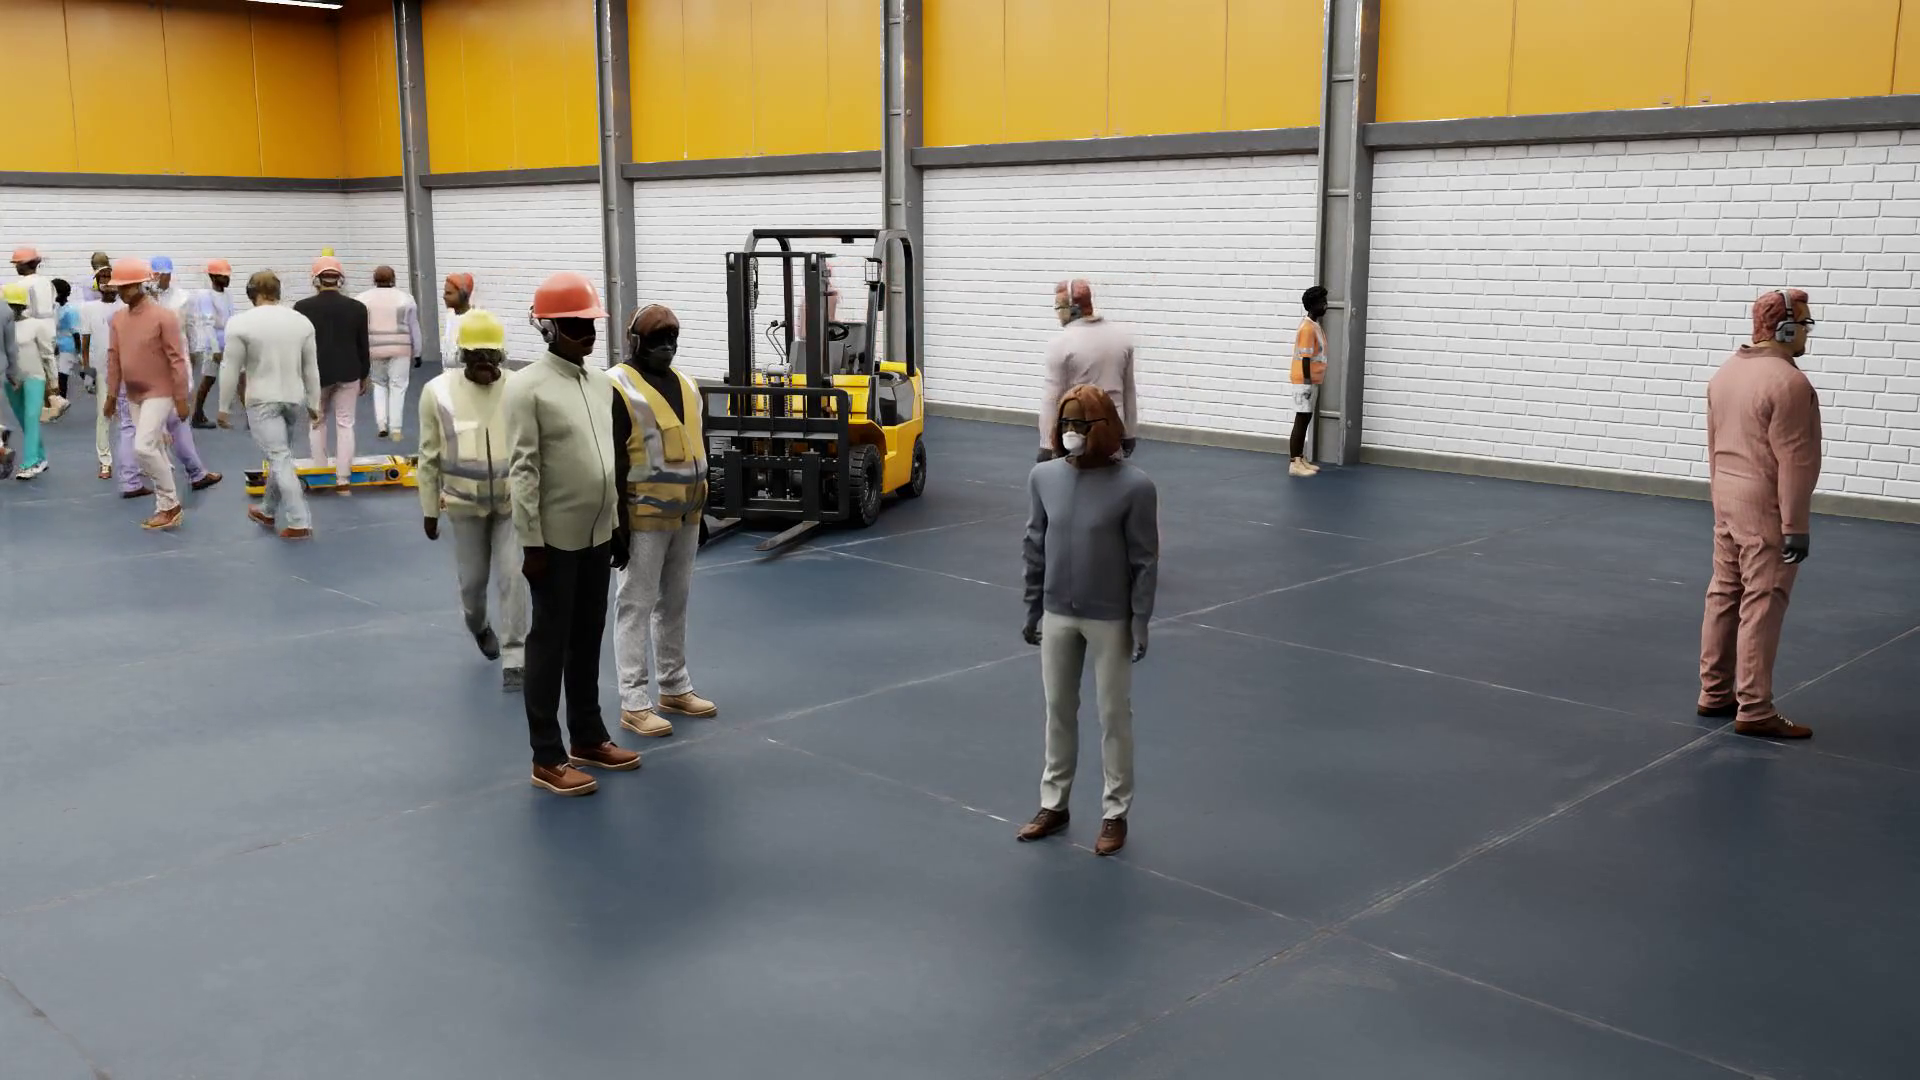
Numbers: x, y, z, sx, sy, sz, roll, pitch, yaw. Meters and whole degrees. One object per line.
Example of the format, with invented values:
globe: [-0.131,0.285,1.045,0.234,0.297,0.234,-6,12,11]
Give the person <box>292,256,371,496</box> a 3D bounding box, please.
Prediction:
person: [-5.197,-1.357,13.771,0.618,1.964,0.692,-5,11,-25]

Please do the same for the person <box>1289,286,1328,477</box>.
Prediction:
person: [3.099,-1.409,14.798,0.321,1.690,0.530,3,11,18]

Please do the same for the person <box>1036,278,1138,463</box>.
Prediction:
person: [0.766,-0.628,10.038,0.684,1.877,0.534,-10,14,-42]

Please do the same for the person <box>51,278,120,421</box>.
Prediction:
person: [-10.210,-2.199,19.205,0.864,1.645,0.600,-6,12,-31]

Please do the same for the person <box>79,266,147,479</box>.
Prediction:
person: [-7.448,-1.471,14.664,0.514,1.861,0.327,-8,13,-36]

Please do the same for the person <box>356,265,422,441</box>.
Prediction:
person: [-5.922,-1.939,17.303,0.642,1.823,0.494,-2,11,-8]

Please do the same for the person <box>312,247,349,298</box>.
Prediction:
person: [-10.848,-4.078,28.688,0.585,1.929,0.370,-5,12,-26]

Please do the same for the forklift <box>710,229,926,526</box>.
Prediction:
forklift: [-1.050,-1.319,12.920,1.214,2.155,2.313,2,11,13]

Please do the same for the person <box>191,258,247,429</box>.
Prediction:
person: [-8.097,-2.139,18.249,1.013,1.883,0.568,3,11,13]

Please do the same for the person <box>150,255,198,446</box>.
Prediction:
person: [-8.087,-1.926,16.931,0.621,1.935,0.481,-7,13,-34]

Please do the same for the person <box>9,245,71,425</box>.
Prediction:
person: [-10.319,-2.285,18.630,0.507,2.025,0.614,2,11,8]

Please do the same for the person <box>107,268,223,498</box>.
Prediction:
person: [-6.638,-1.302,13.755,0.641,1.857,0.900,3,11,16]

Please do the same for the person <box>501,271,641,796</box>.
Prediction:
person: [-1.500,-0.030,6.443,0.377,1.992,0.608,4,11,22]

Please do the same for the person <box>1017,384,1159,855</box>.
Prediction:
person: [0.440,0.273,5.764,0.501,1.632,0.280,6,12,31]

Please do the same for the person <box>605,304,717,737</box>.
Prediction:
person: [-1.303,-0.092,7.194,0.429,1.842,0.628,6,12,28]

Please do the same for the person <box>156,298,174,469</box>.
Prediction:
person: [-7.502,-1.483,15.420,0.804,1.609,0.515,8,13,39]

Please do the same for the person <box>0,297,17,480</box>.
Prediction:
person: [-8.382,-1.432,14.288,0.728,1.918,0.641,6,12,30]

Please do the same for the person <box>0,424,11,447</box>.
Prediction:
person: [-9.368,-1.714,15.532,0.683,2.019,0.615,1,10,7]

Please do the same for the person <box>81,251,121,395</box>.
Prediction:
person: [-11.455,-2.889,22.234,0.686,1.919,0.641,8,13,36]

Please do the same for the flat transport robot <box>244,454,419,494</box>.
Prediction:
flat transport robot: [-5.263,-0.564,14.050,1.431,0.197,0.652,-4,11,-22]

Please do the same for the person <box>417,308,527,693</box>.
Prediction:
person: [-2.263,-0.210,7.948,0.619,1.804,0.694,-3,11,-18]

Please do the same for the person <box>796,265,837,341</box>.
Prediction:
person: [-1.475,-2.040,17.693,0.613,1.887,0.651,4,11,20]

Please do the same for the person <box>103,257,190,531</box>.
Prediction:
person: [-5.887,-1.038,11.979,0.635,1.971,0.511,6,12,29]

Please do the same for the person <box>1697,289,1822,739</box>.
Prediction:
person: [3.456,-0.115,7.138,0.407,1.908,0.641,-1,10,-5]

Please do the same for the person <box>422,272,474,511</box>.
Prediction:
person: [-3.800,-1.168,13.051,0.887,1.858,0.572,-7,13,-34]

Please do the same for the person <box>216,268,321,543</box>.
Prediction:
person: [-4.896,-0.948,11.698,0.972,1.892,0.652,7,13,35]

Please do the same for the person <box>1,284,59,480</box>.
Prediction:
person: [-8.276,-1.404,14.703,0.515,1.712,0.837,-1,10,-8]
